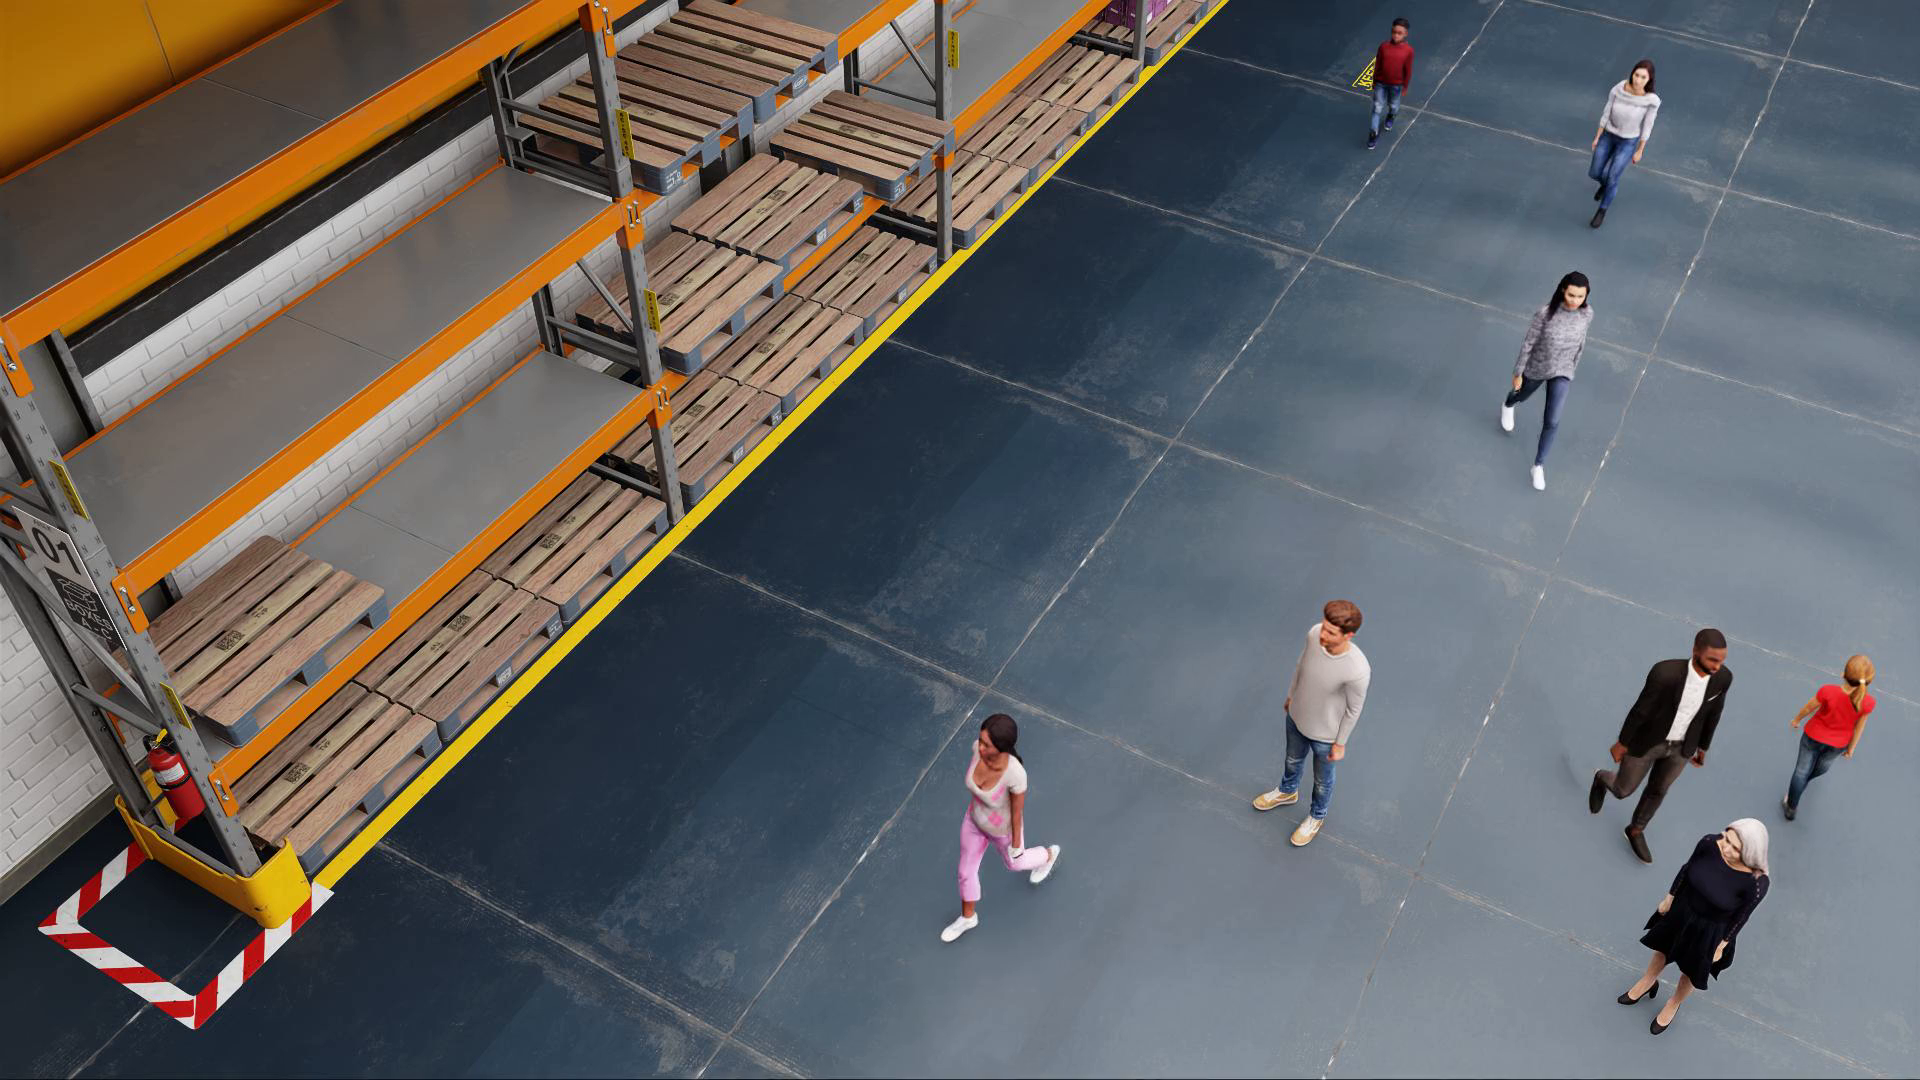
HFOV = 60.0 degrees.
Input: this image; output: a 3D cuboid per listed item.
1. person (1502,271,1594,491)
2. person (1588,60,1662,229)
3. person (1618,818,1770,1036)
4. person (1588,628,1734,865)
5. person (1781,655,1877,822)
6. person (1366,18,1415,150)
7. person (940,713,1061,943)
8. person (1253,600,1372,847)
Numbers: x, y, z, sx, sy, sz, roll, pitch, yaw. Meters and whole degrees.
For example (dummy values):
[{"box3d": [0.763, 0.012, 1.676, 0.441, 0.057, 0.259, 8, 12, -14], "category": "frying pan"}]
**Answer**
[{"box3d": [4.381, -1.323, 12.471, 1.002, 1.691, 1.267, 3, 44, 3], "category": "person"}, {"box3d": [5.926, -3.587, 14.901, 0.671, 1.618, 0.763, 29, 51, 27], "category": "person"}, {"box3d": [3.942, 2.052, 8.887, 0.709, 1.747, 0.690, -23, 48, -23], "category": "person"}, {"box3d": [4.107, 1.137, 9.815, 0.932, 1.793, 1.002, -2, 44, -3], "category": "person"}, {"box3d": [5.245, 1.232, 10.073, 0.571, 1.300, 0.774, 16, 46, 16], "category": "person"}, {"box3d": [4.175, -4.466, 16.099, 0.588, 1.237, 0.883, 14, 45, 15], "category": "person"}, {"box3d": [0.271, 1.577, 9.415, 1.183, 1.707, 0.828, -32, 52, -29], "category": "person"}, {"box3d": [2.125, 1.048, 9.827, 0.733, 1.905, 0.742, -25, 49, -24], "category": "person"}]
